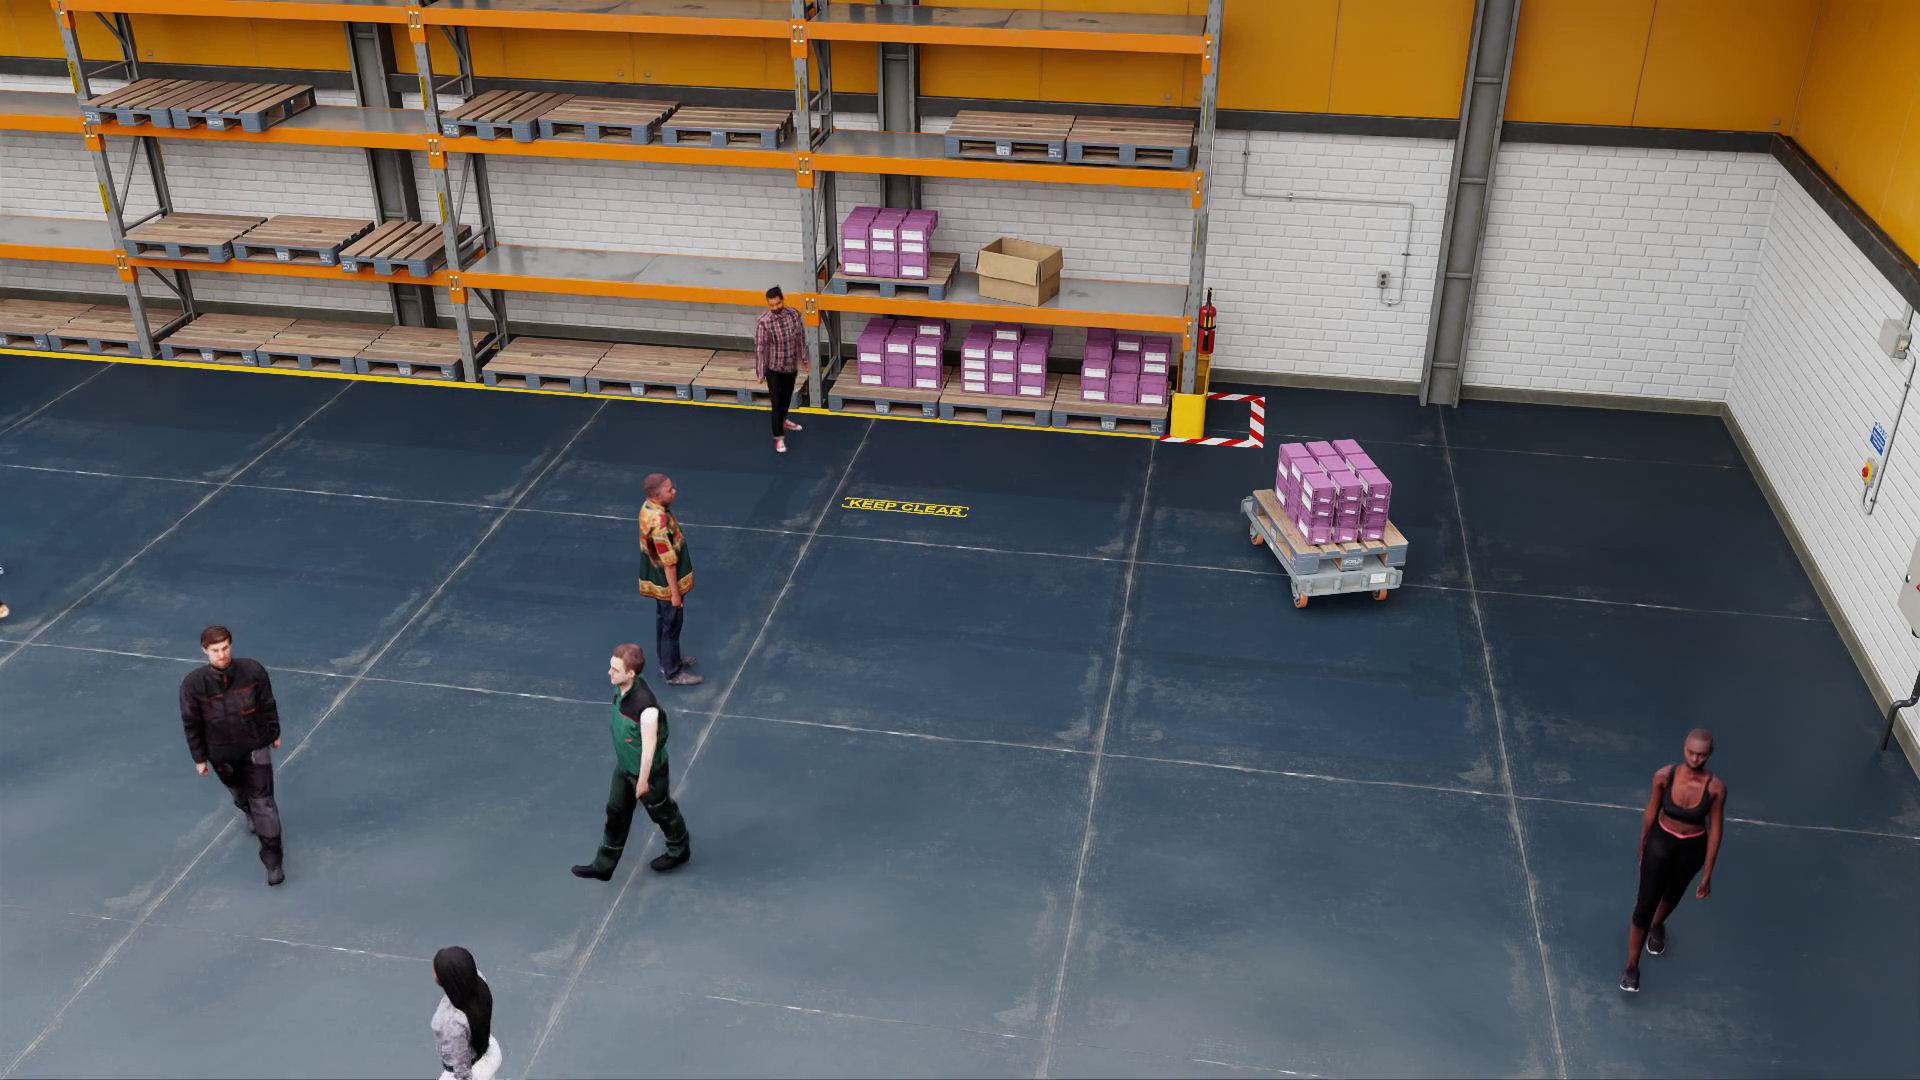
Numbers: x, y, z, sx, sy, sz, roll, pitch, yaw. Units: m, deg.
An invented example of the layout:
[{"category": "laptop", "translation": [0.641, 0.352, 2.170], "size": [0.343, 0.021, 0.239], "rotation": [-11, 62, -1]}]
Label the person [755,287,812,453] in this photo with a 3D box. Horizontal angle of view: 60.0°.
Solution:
[{"category": "person", "translation": [-1.845, -1.807, 17.009], "size": [1.083, 1.704, 1.153], "rotation": [-26, 38, -38]}]

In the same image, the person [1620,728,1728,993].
[{"category": "person", "translation": [4.419, 1.873, 10.235], "size": [1.085, 1.730, 0.800], "rotation": [11, 30, 19]}]

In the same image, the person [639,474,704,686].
[{"category": "person", "translation": [-2.310, 0.295, 13.046], "size": [0.821, 1.808, 0.808], "rotation": [-8, 30, -15]}]

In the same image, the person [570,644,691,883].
[{"category": "person", "translation": [-2.012, 1.454, 10.922], "size": [1.137, 1.808, 1.066], "rotation": [-17, 33, -28]}]

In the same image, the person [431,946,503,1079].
[{"category": "person", "translation": [-2.447, 2.775, 8.600], "size": [0.608, 1.713, 0.587], "rotation": [4, 29, 8]}]

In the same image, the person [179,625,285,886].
[{"category": "person", "translation": [-4.843, 1.345, 11.138], "size": [1.245, 1.793, 1.193], "rotation": [-12, 31, -21]}]
